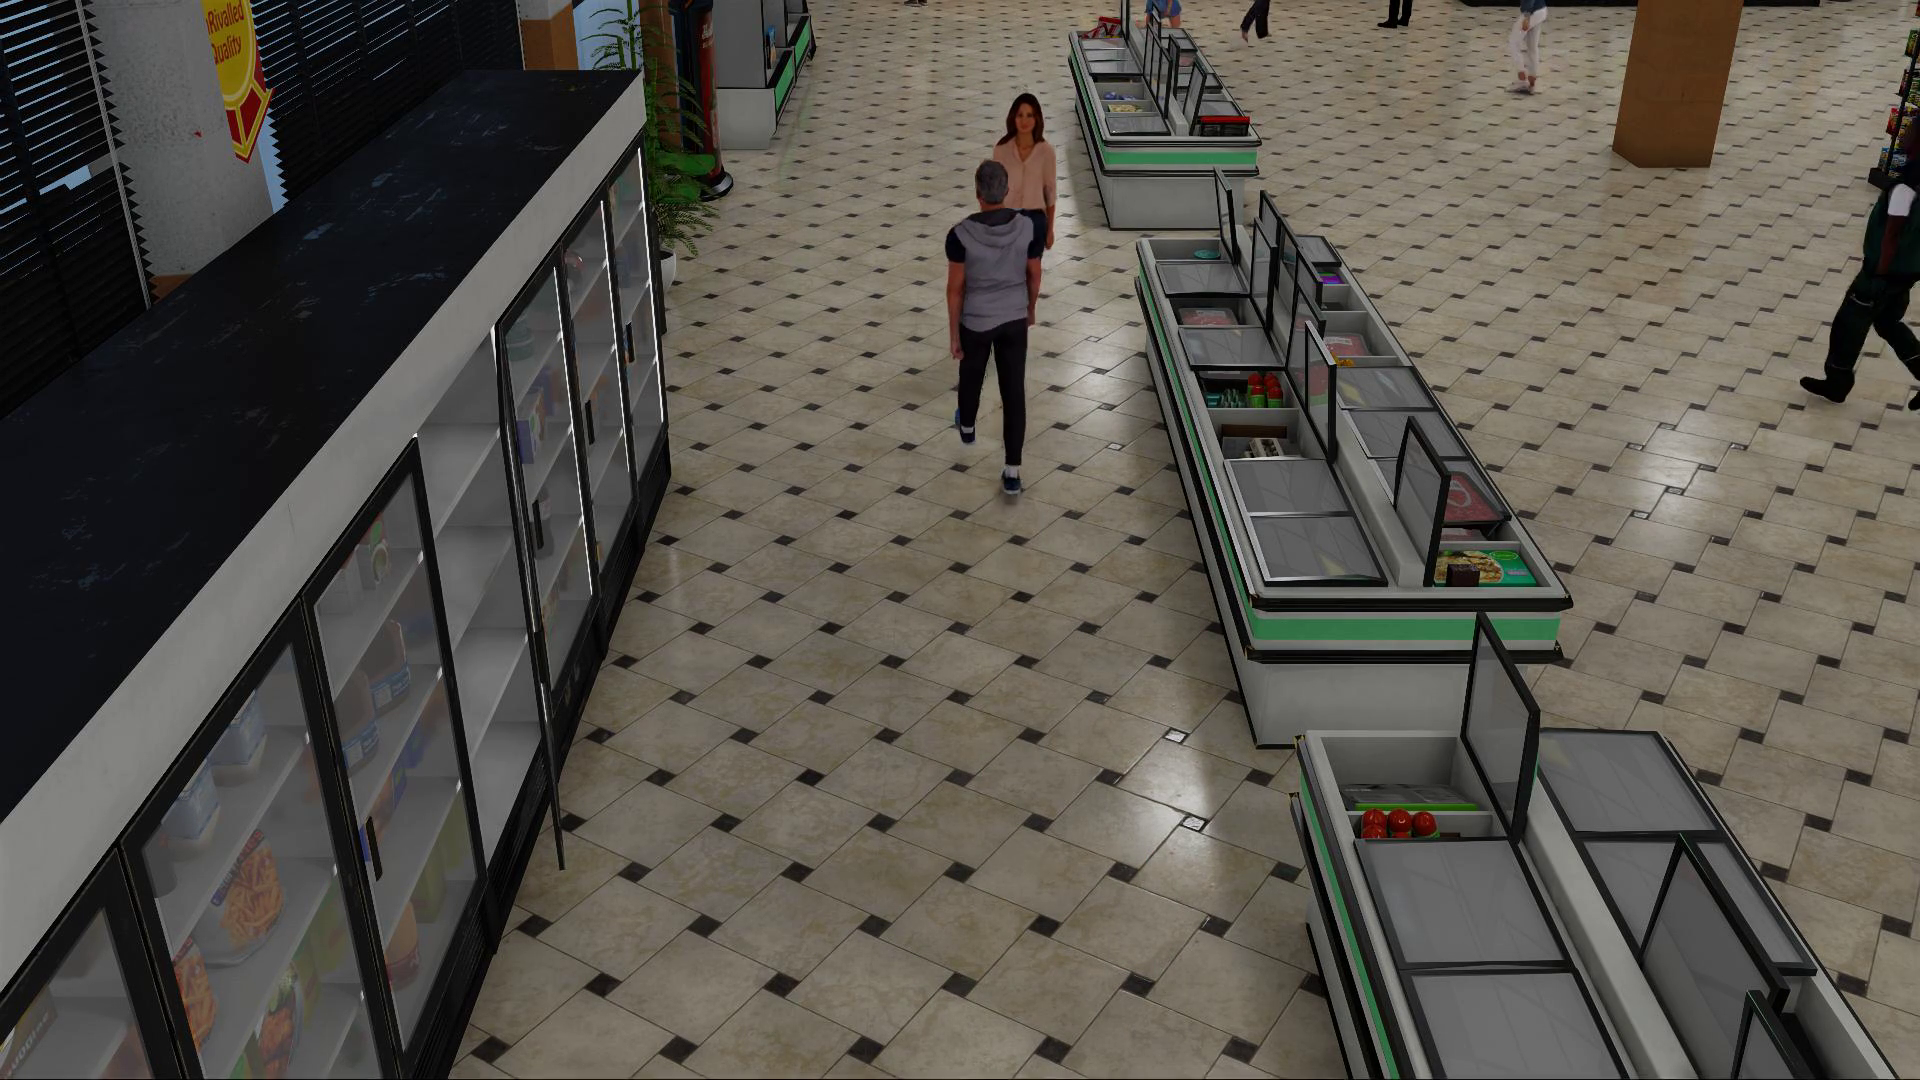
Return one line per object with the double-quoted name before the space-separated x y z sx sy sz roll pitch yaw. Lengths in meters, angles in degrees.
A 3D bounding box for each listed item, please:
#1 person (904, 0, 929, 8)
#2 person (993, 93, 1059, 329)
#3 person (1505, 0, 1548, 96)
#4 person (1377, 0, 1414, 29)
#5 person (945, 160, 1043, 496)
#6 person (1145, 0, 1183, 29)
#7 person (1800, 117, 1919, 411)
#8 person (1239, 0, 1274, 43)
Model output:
"person" -0.630 -8.563 23.952 0.667 1.654 0.691 -16 31 -29
"person" 0.408 -2.078 11.022 0.647 1.783 0.734 3 27 6
"person" 6.429 -5.784 18.436 0.779 1.688 0.708 22 34 36
"person" 5.964 -7.850 22.340 0.804 1.842 0.830 -19 33 -33
"person" 0.212 -1.106 9.121 0.835 1.769 1.249 -3 27 -7
"person" 2.321 -6.330 19.640 1.159 1.572 1.145 -21 34 -36
"person" 5.721 -1.613 10.069 1.089 1.815 1.199 -21 33 -35
"person" 3.819 -7.258 21.173 1.121 1.842 1.188 23 35 38
